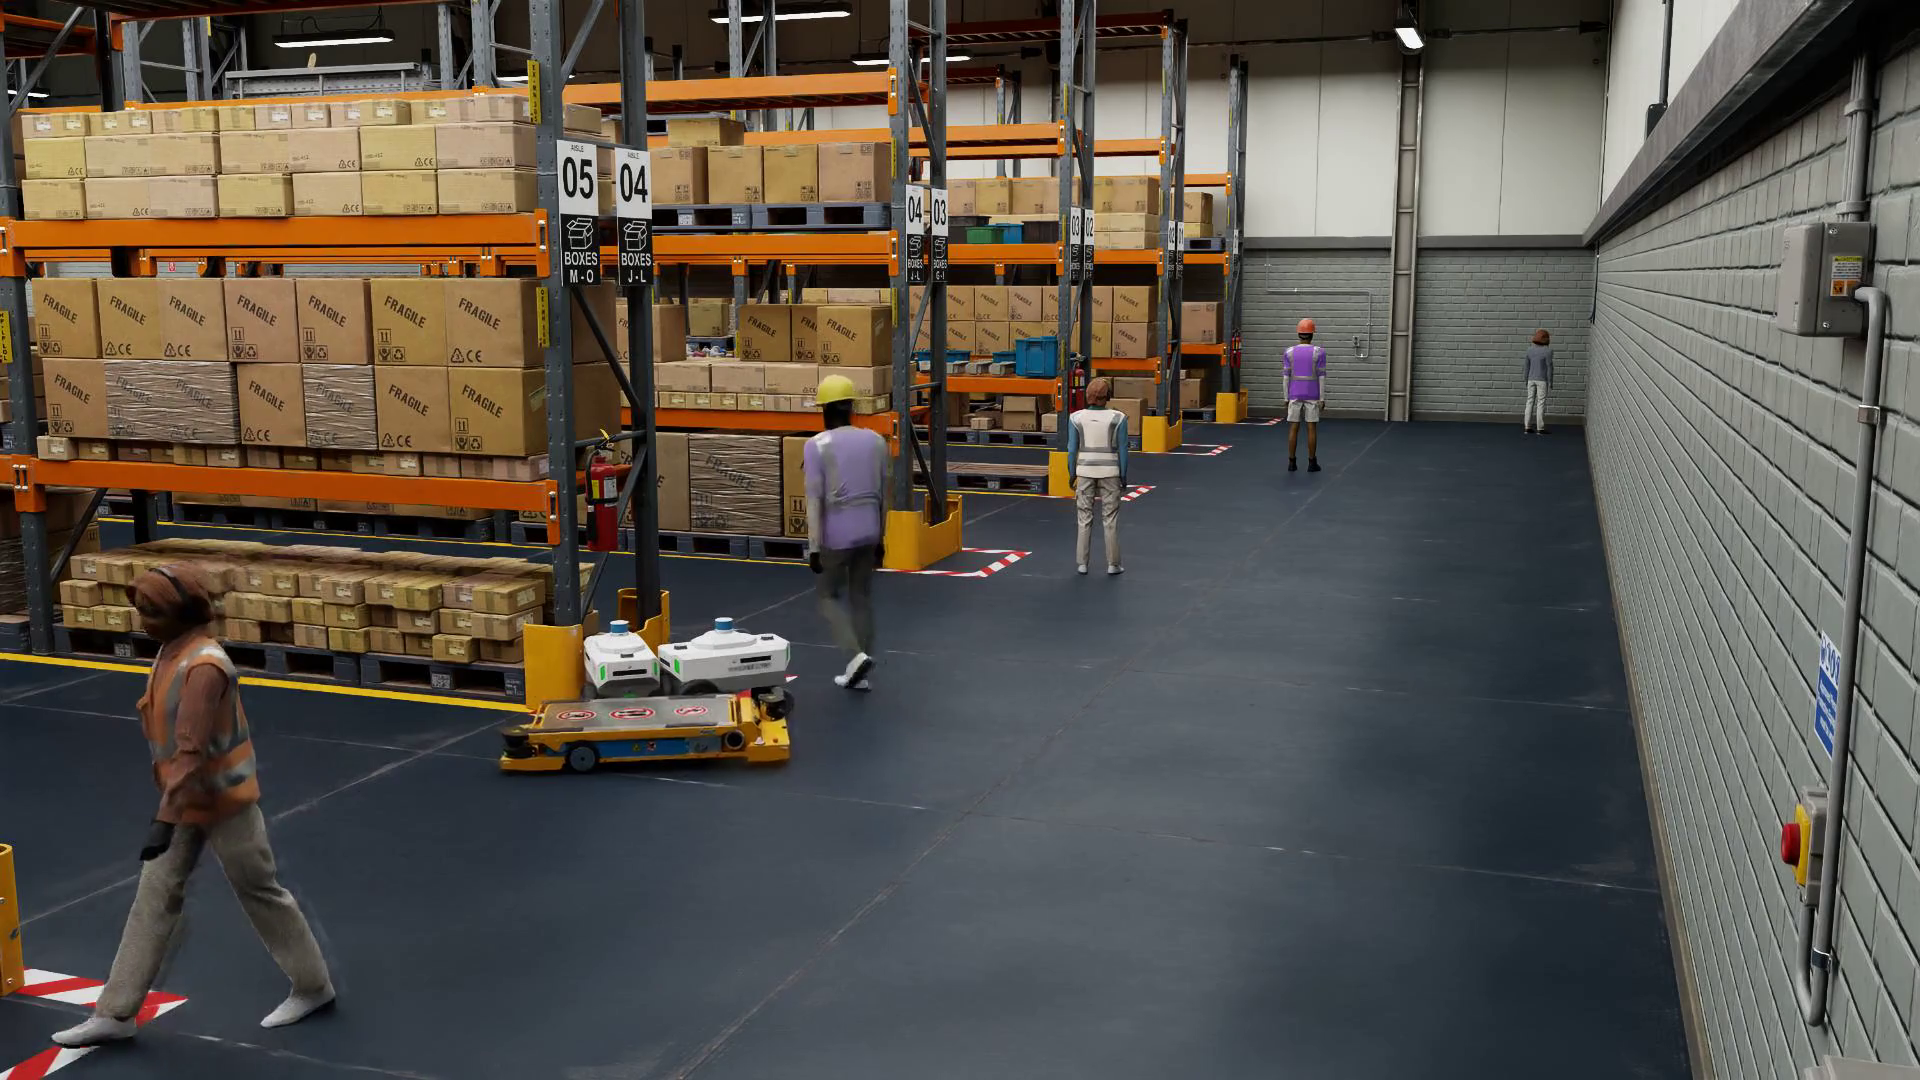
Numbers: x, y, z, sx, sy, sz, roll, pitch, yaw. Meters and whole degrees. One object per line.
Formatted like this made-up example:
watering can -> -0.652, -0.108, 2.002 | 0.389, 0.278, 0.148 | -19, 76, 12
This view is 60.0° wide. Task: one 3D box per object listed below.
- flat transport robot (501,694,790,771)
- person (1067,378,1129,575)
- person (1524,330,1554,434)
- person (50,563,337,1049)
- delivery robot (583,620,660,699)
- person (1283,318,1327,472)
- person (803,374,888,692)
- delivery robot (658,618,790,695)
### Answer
flat transport robot -> -1.620, 0.989, 8.657 | 1.431, 0.197, 0.652 | -1, 9, -9
person -> 1.143, -0.520, 13.812 | 0.515, 1.642, 0.314 | 2, 9, 15
person -> 9.037, -2.462, 25.953 | 0.278, 1.631, 0.507 | -6, 11, -33
person -> -2.462, 0.857, 5.358 | 0.834, 1.592, 0.505 | -8, 12, -42
delivery robot -> -1.903, 0.694, 9.321 | 0.477, 0.478, 0.707 | -3, 10, -19
person -> 4.359, -1.827, 21.034 | 0.545, 1.942, 0.353 | 4, 10, 22
person -> -0.674, -0.027, 9.900 | 0.598, 1.905, 0.518 | -7, 11, -36
delivery robot -> -1.328, 0.682, 9.395 | 0.707, 0.478, 0.477 | -5, 10, -28
